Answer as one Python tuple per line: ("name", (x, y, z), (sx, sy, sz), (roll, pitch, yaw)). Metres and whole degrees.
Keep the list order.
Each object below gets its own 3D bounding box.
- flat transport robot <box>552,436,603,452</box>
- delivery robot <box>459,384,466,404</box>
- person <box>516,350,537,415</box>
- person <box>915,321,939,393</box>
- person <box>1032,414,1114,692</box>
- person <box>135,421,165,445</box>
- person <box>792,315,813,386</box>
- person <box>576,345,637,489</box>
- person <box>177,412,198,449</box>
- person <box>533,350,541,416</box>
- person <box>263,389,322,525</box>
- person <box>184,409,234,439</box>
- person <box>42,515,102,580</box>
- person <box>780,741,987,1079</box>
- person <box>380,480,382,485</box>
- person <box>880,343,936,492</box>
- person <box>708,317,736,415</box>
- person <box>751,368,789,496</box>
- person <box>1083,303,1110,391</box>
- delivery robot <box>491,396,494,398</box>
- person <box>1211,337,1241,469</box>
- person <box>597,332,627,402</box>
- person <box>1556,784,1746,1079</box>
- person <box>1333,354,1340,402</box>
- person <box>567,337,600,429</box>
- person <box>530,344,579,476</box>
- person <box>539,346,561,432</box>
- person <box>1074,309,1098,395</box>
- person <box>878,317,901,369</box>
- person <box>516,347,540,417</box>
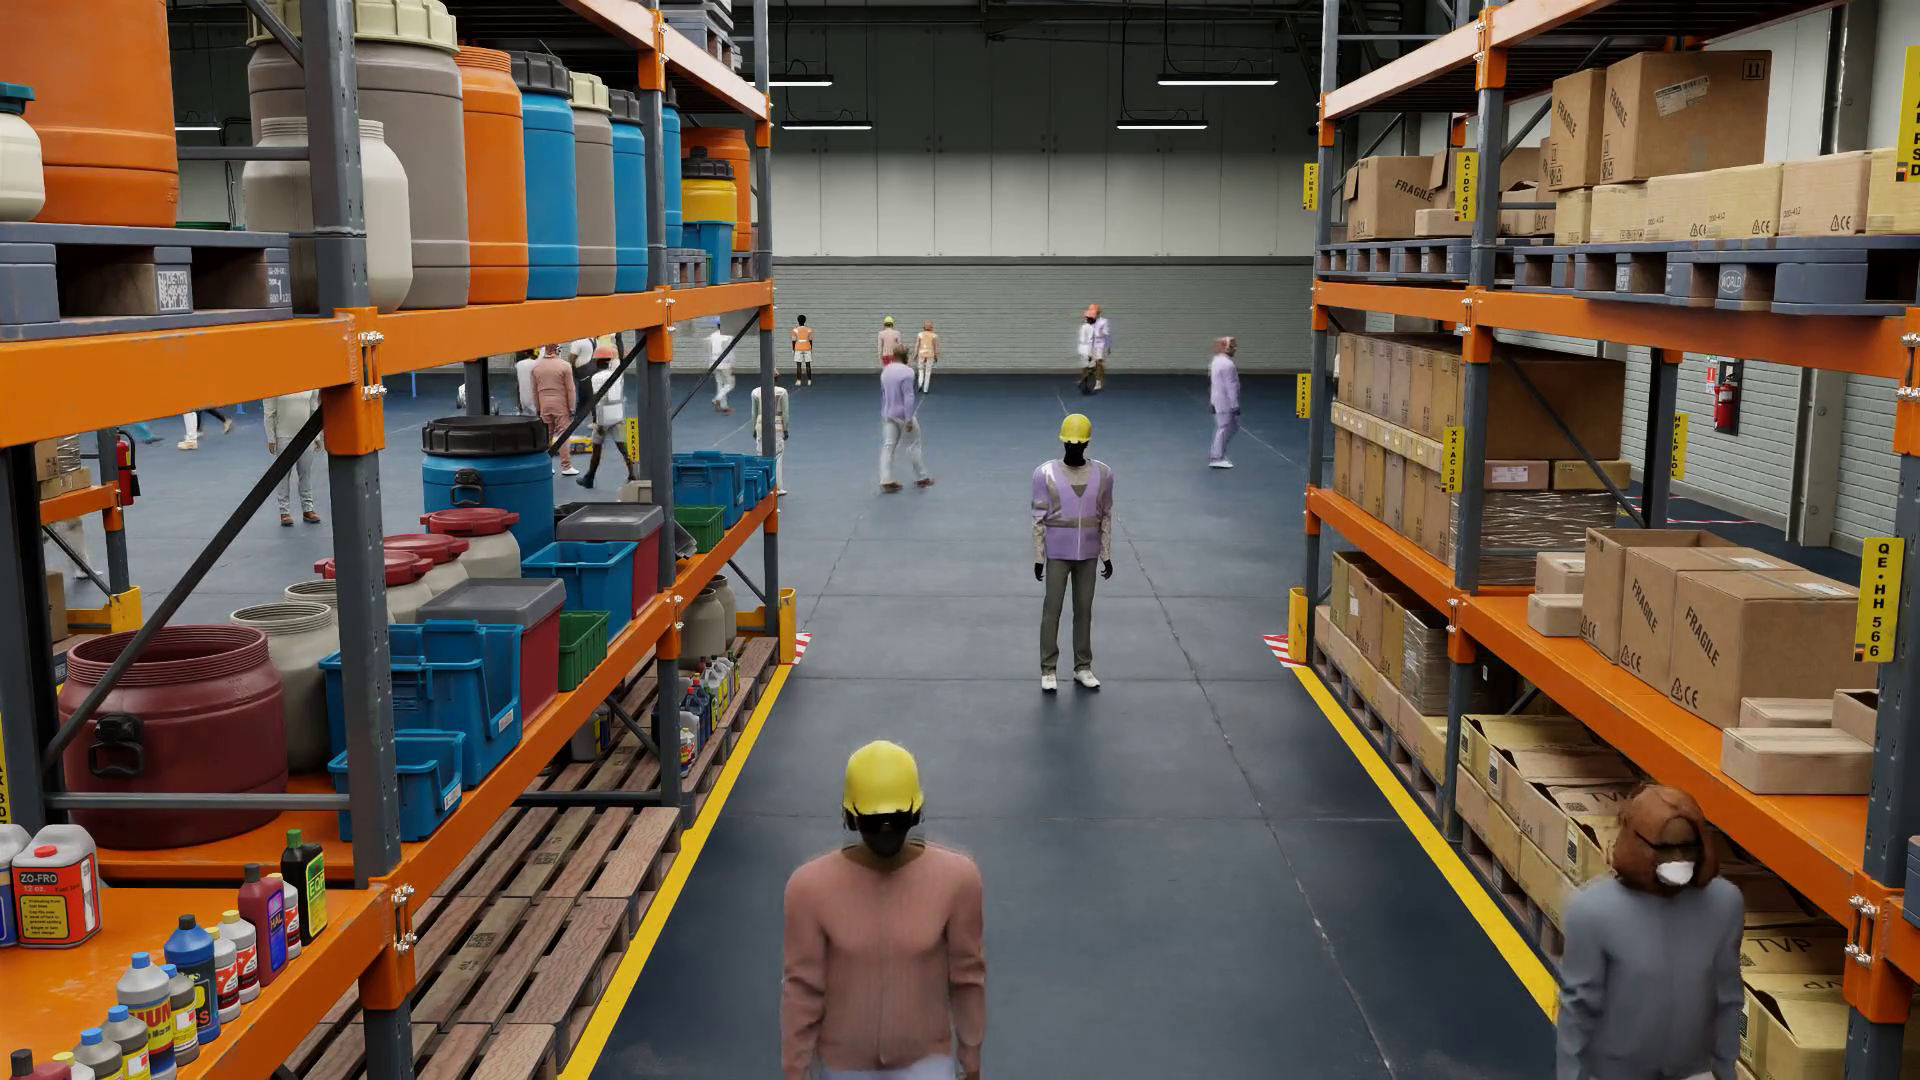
("flat transport robot", (-6.357, -1.476, 25.902), (1.431, 0.197, 0.652), (-7, 12, -35))
("delivery robot", (-10.074, -3.026, 34.057), (0.477, 0.478, 0.707), (-3, 10, -19))
("person", (-7.376, -2.749, 28.291), (0.539, 1.979, 0.634), (-4, 10, -25))
("person", (-0.750, -4.141, 37.688), (0.538, 1.614, 0.414), (1, 10, 5))
("person", (0.788, 0.081, 11.506), (0.589, 1.924, 0.384), (-3, 10, -15))
("person", (-13.417, -2.395, 26.742), (0.989, 1.791, 0.587), (-6, 11, -33))
("person", (-3.784, -4.554, 39.952), (0.533, 1.697, 0.319), (-3, 10, -19))
("person", (-4.581, -1.590, 21.667), (1.008, 1.880, 0.566), (6, 11, 33))
("person", (-12.357, -2.378, 26.481), (0.429, 1.845, 0.620), (-4, 10, -20))
("person", (-7.816, -2.961, 30.637), (0.537, 1.614, 0.458), (3, 10, 16))
("person", (-7.555, -1.155, 18.870), (0.630, 1.940, 0.372), (-9, 13, -42))
("person", (-12.724, -2.555, 28.063), (0.724, 1.676, 0.538), (-4, 10, -23))
("person", (-8.356, -0.405, 15.317), (0.514, 1.616, 0.715), (4, 10, 22))
("person", (-0.198, 1.364, 4.330), (0.540, 1.748, 0.434), (-1, 9, -3))
("person", (-7.945, -1.669, 21.823), (0.542, 1.976, 0.637), (-3, 10, -15))
("person", (-0.688, -1.599, 21.606), (0.900, 1.907, 0.661), (-9, 13, -42))
("person", (-4.625, -3.384, 32.229), (0.628, 1.933, 0.550), (7, 12, 35))
("person", (-2.419, -1.384, 21.180), (0.514, 1.629, 0.323), (3, 10, 18))
("person", (3.092, -4.442, 38.333), (0.627, 2.007, 0.787), (5, 11, 30))
("delivery robot", (-9.227, -2.861, 32.294), (0.335, 0.223, 0.698), (-2, 10, -14))
("person", (3.851, -1.973, 23.905), (0.472, 1.888, 0.656), (0, 9, -1))
("person", (-7.402, -3.872, 35.433), (0.626, 1.844, 0.429), (5, 11, 27))
("person", (1.807, 1.432, 4.315), (0.539, 1.616, 0.464), (-1, 10, -4))
("person", (5.924, -2.192, 25.038), (0.604, 1.953, 0.591), (-1, 10, -8))
("person", (-6.788, -3.003, 29.759), (1.016, 2.000, 0.696), (3, 10, 16))
("person", (-5.620, -1.850, 23.129), (0.641, 1.908, 0.407), (2, 10, 14))
("person", (-7.184, -2.882, 29.174), (0.379, 1.951, 0.605), (-4, 10, -25))
("person", (2.842, -4.193, 37.142), (0.519, 1.918, 0.540), (-3, 10, -17))
("person", (-1.604, -4.205, 37.767), (0.524, 1.726, 0.894), (1, 10, 7))
("person", (-6.216, -1.956, 23.958), (0.529, 1.852, 0.473), (5, 11, 25))
